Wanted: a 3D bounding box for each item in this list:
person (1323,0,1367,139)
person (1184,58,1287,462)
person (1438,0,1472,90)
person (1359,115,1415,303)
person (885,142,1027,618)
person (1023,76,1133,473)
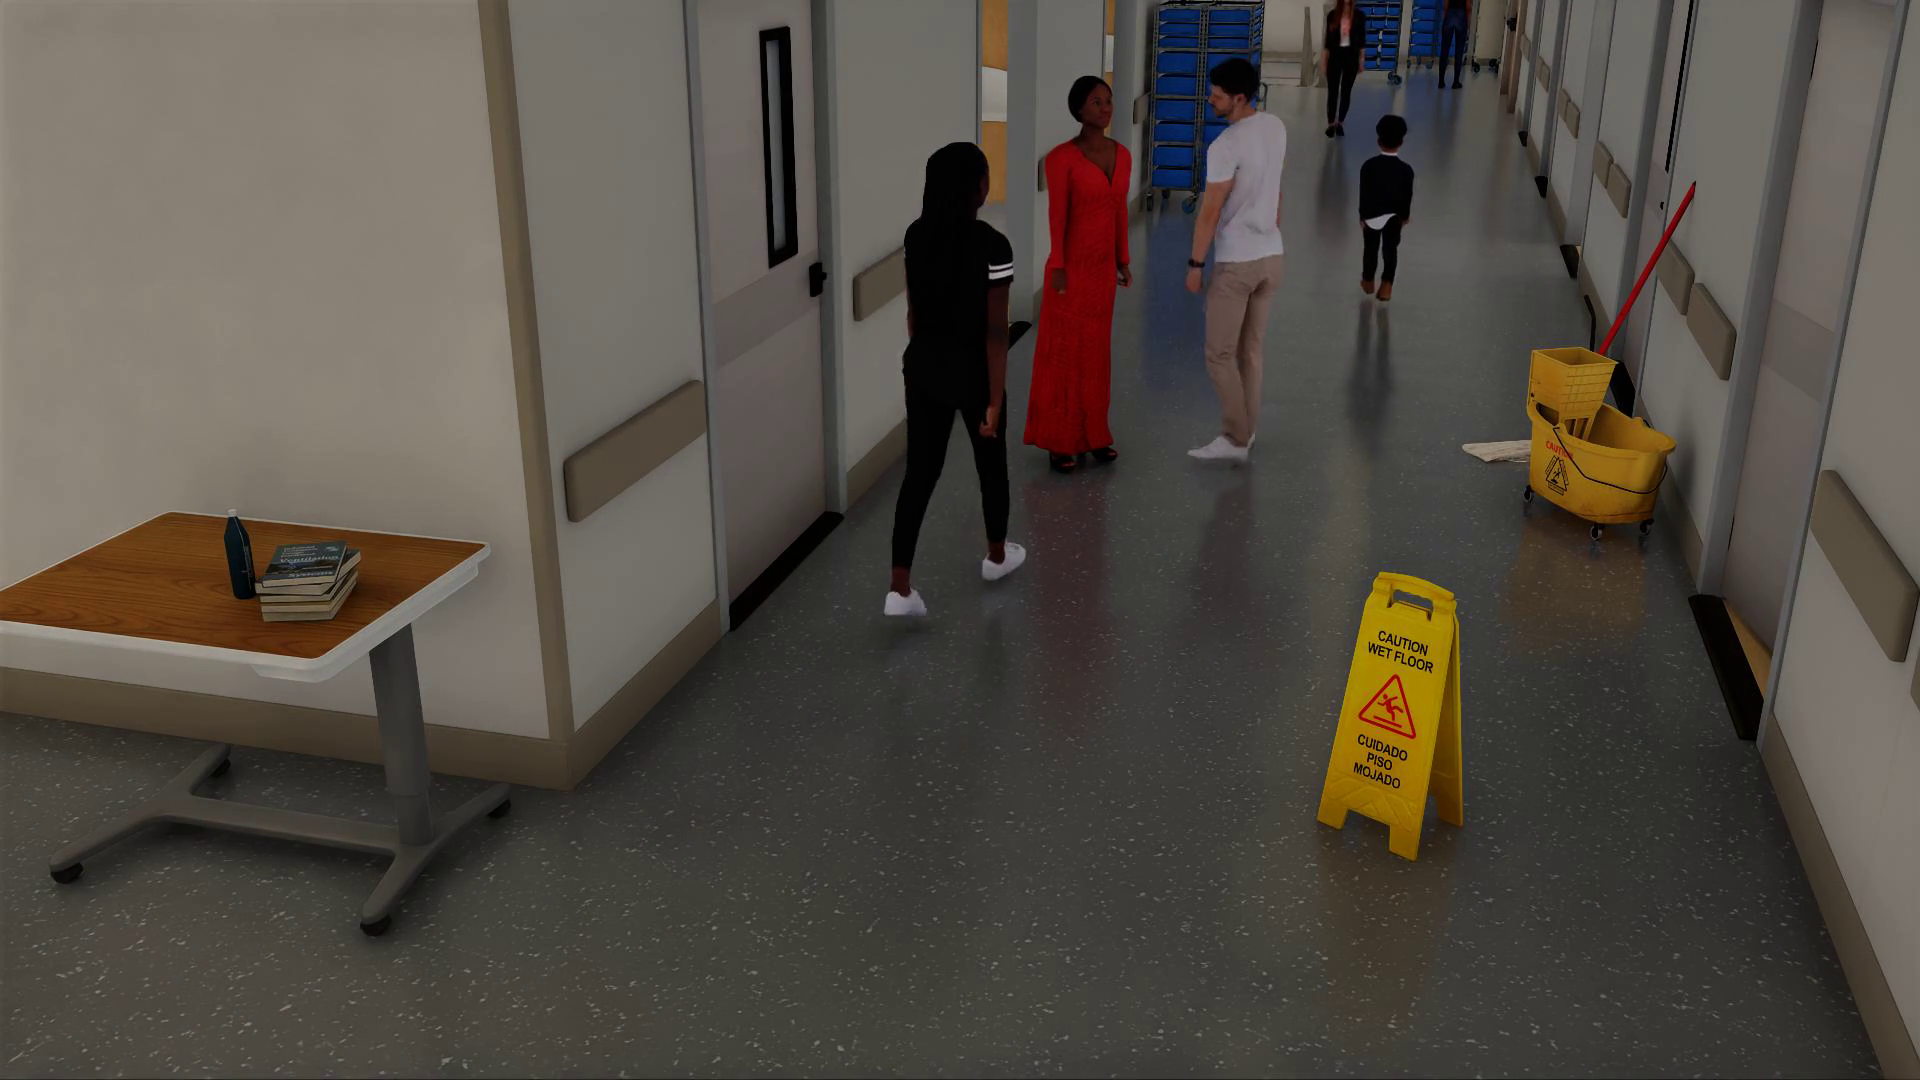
[{"bbox_3d":[4.381,-5.445,18.959,0.618,1.682,1.022,4,21,12],"label":"person"},{"bbox_3d":[1.354,-1.299,7.766,0.782,1.857,0.921,-10,23,-25],"label":"person"},{"bbox_3d":[7.248,-7.515,24.346,0.576,1.736,0.569,9,22,22],"label":"person"},{"bbox_3d":[2.801,-2.151,10.942,0.590,1.200,0.868,2,21,5],"label":"person"},{"bbox_3d":[-0.069,-0.520,5.938,0.782,1.694,1.208,10,23,25],"label":"person"},{"bbox_3d":[0.566,-1.211,7.638,0.733,1.783,0.802,-13,24,-31],"label":"person"}]
